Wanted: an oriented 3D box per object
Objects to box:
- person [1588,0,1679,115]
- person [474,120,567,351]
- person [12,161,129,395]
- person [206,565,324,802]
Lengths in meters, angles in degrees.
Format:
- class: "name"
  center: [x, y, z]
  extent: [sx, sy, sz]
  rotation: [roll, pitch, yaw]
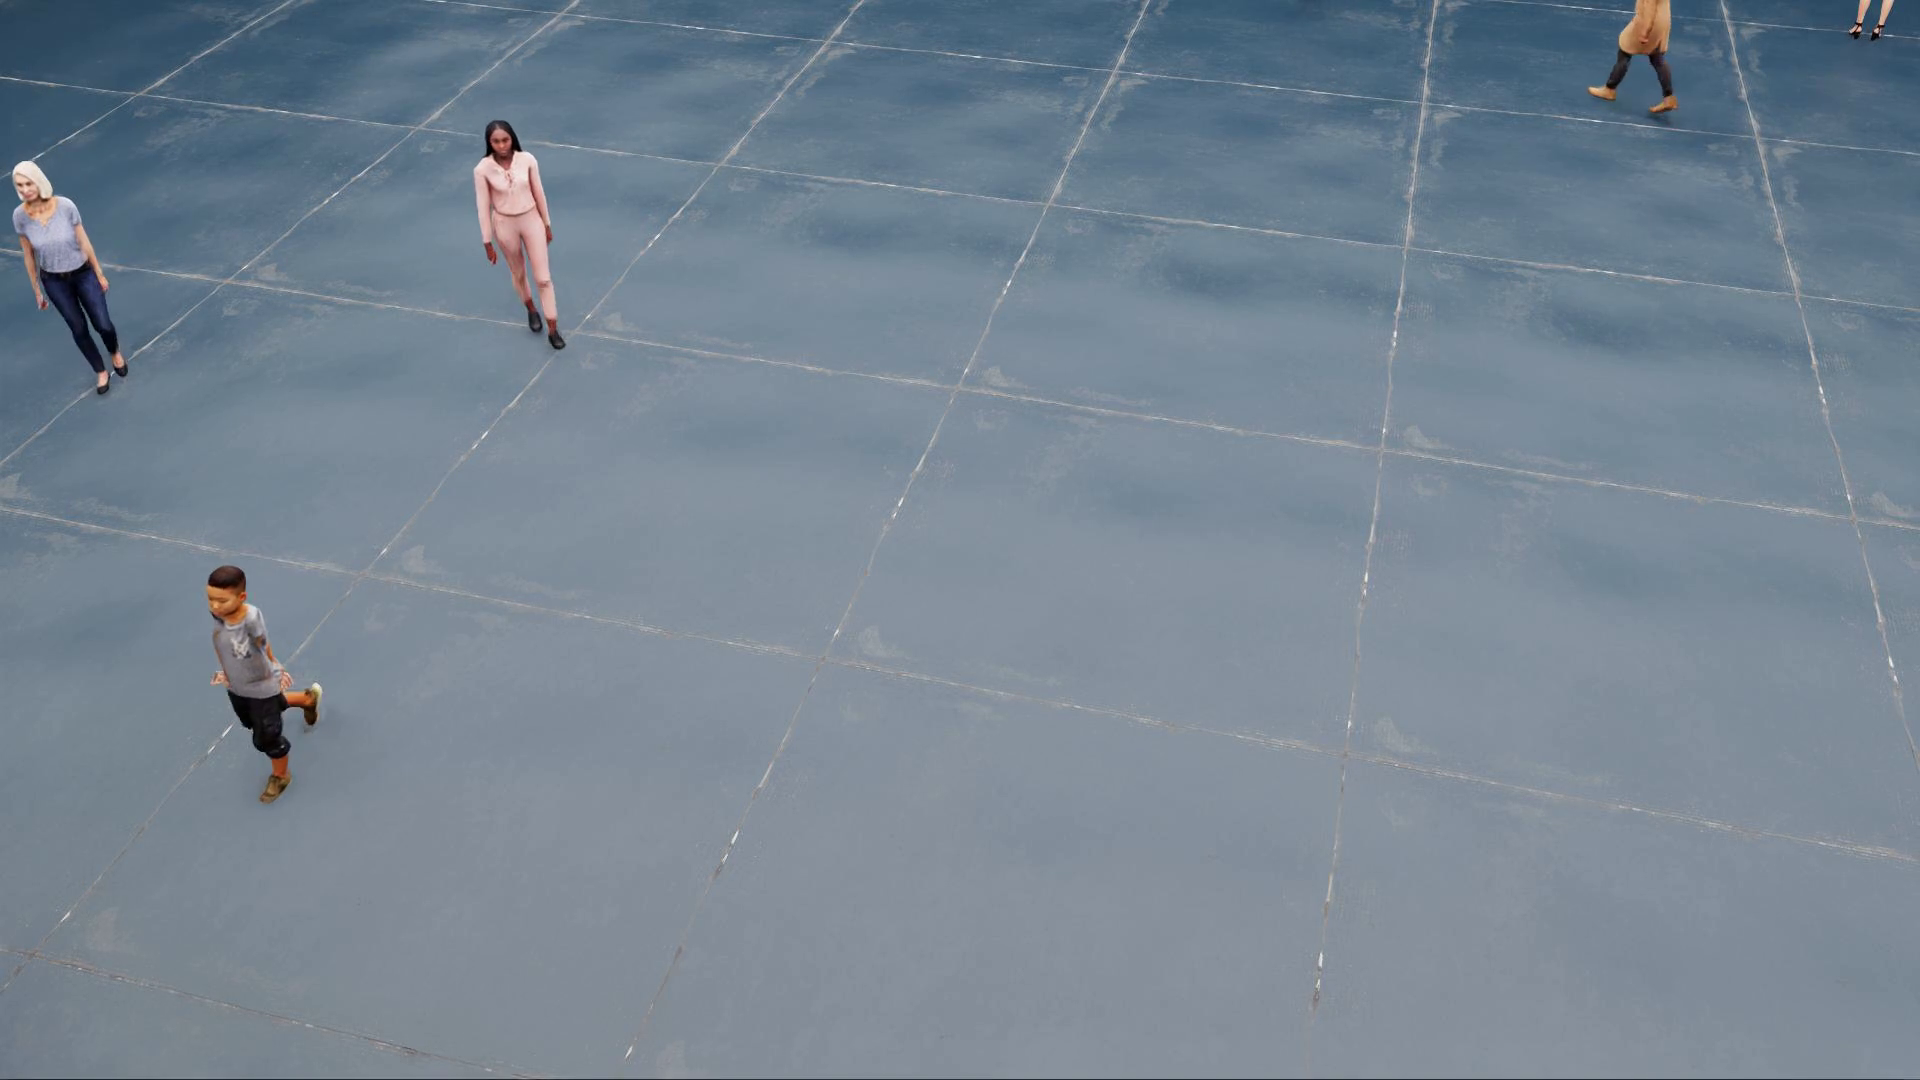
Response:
- class: "person"
  center: [6.413, -4.720, 15.213]
  extent: [1.163, 1.697, 1.131]
  rotation: [-27, 45, -30]
- class: "person"
  center: [-3.220, -2.266, 12.077]
  extent: [0.972, 1.696, 1.076]
  rotation: [-14, 40, -17]
- class: "person"
  center: [-6.165, -1.852, 11.531]
  extent: [0.725, 1.716, 0.760]
  rotation: [-11, 39, -14]
- class: "person"
  center: [-3.622, 0.635, 8.575]
  extent: [0.583, 1.442, 0.912]
  rotation: [11, 39, 14]
